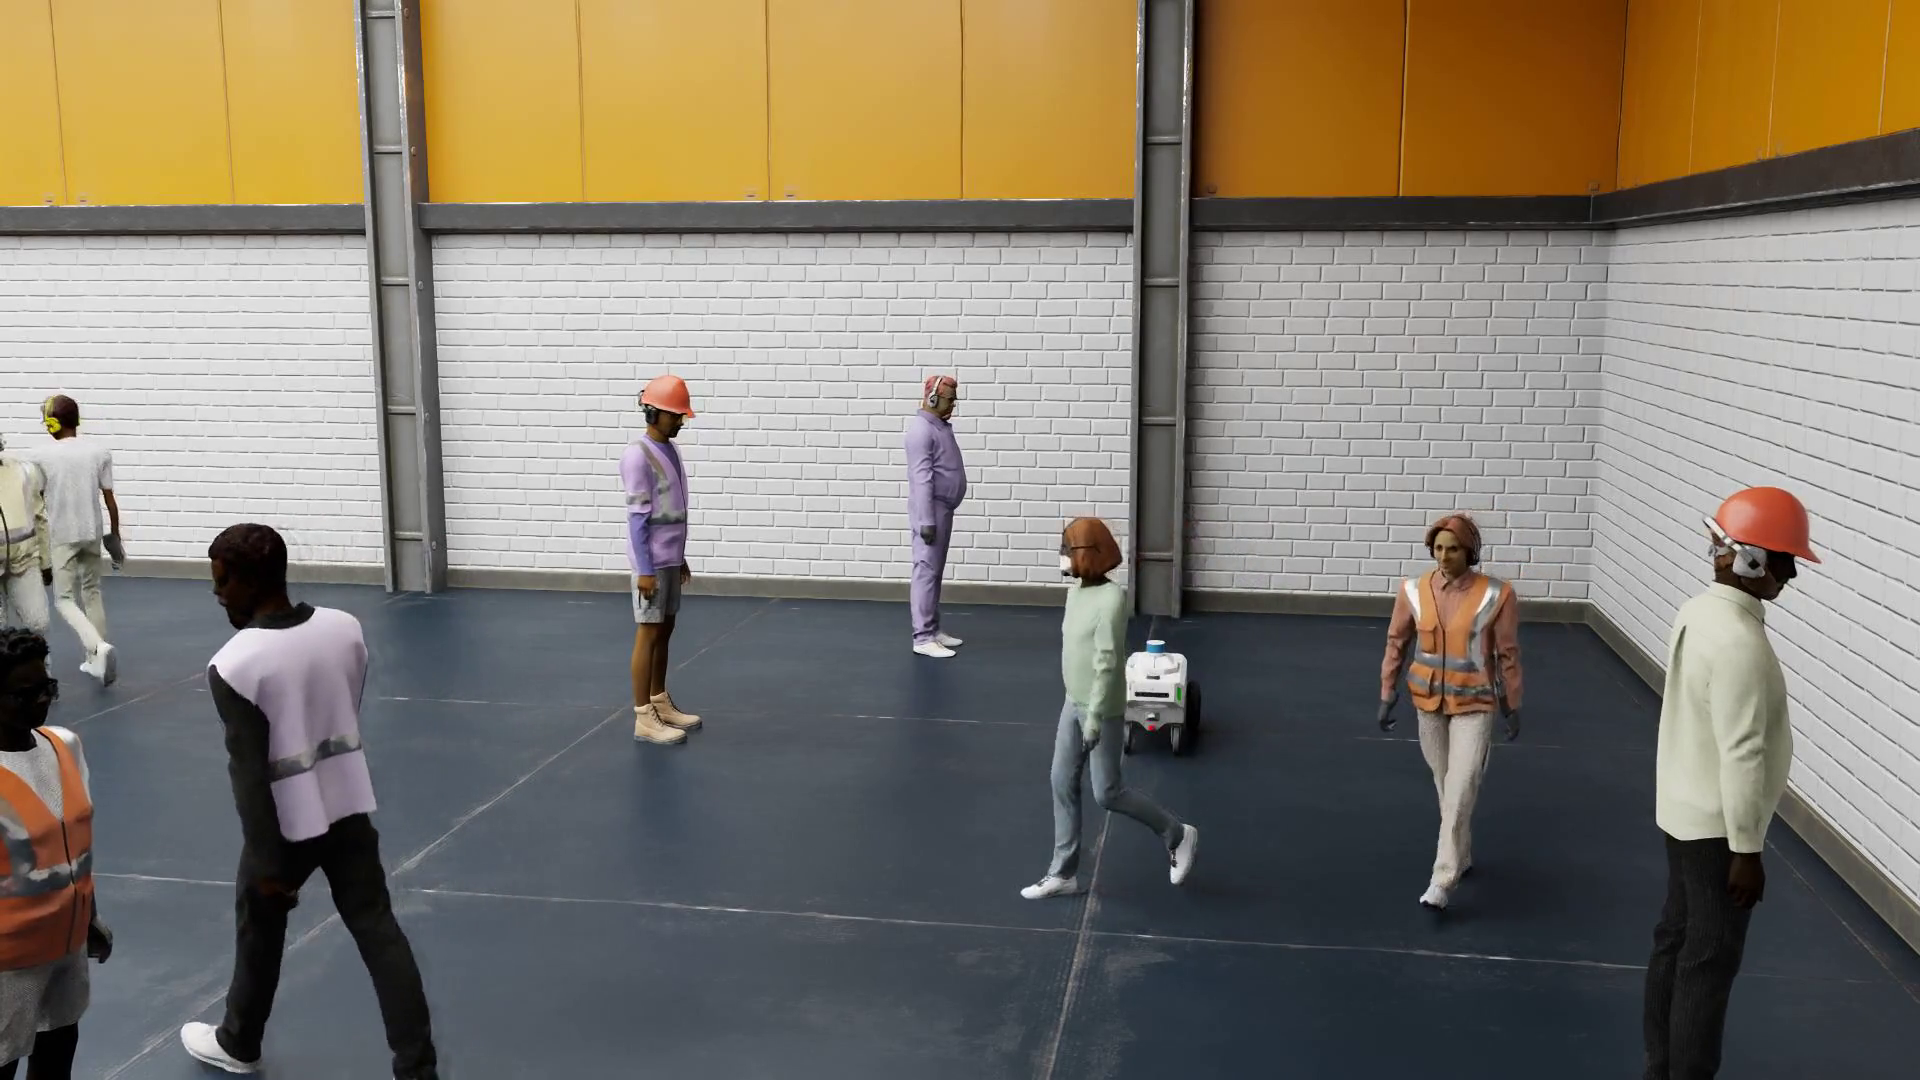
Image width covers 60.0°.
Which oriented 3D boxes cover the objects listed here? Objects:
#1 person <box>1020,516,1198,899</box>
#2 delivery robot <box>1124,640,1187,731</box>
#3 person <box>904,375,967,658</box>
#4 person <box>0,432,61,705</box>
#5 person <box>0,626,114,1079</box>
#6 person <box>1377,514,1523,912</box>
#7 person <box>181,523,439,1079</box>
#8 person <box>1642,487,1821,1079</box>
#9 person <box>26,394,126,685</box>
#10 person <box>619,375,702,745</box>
[{"bbox_3d":[0.616,0.695,6.872,0.669,1.610,0.497,-3,10,-21],"label":"person"},{"bbox_3d":[1.079,0.799,9.203,0.477,0.478,0.707,1,9,9],"label":"delivery robot"},{"bbox_3d":[-0.155,-0.168,11.318,0.405,1.902,0.636,2,9,10],"label":"person"},{"bbox_3d":[-5.587,0.153,9.671,0.415,1.798,0.610,9,13,43],"label":"person"},{"bbox_3d":[-2.449,1.061,4.363,0.321,1.696,0.529,2,9,10],"label":"person"},{"bbox_3d":[1.978,0.703,6.839,0.548,1.595,0.811,7,12,38],"label":"person"},{"bbox_3d":[-2.051,0.855,5.161,1.058,1.849,0.617,5,11,30],"label":"person"},{"bbox_3d":[2.260,0.829,4.909,0.395,1.985,0.608,2,9,10],"label":"person"},{"bbox_3d":[-5.510,0.011,10.409,0.754,1.842,0.546,8,12,39],"label":"person"},{"bbox_3d":[-1.643,0.102,9.244,0.395,2.033,0.605,2,9,10],"label":"person"}]
